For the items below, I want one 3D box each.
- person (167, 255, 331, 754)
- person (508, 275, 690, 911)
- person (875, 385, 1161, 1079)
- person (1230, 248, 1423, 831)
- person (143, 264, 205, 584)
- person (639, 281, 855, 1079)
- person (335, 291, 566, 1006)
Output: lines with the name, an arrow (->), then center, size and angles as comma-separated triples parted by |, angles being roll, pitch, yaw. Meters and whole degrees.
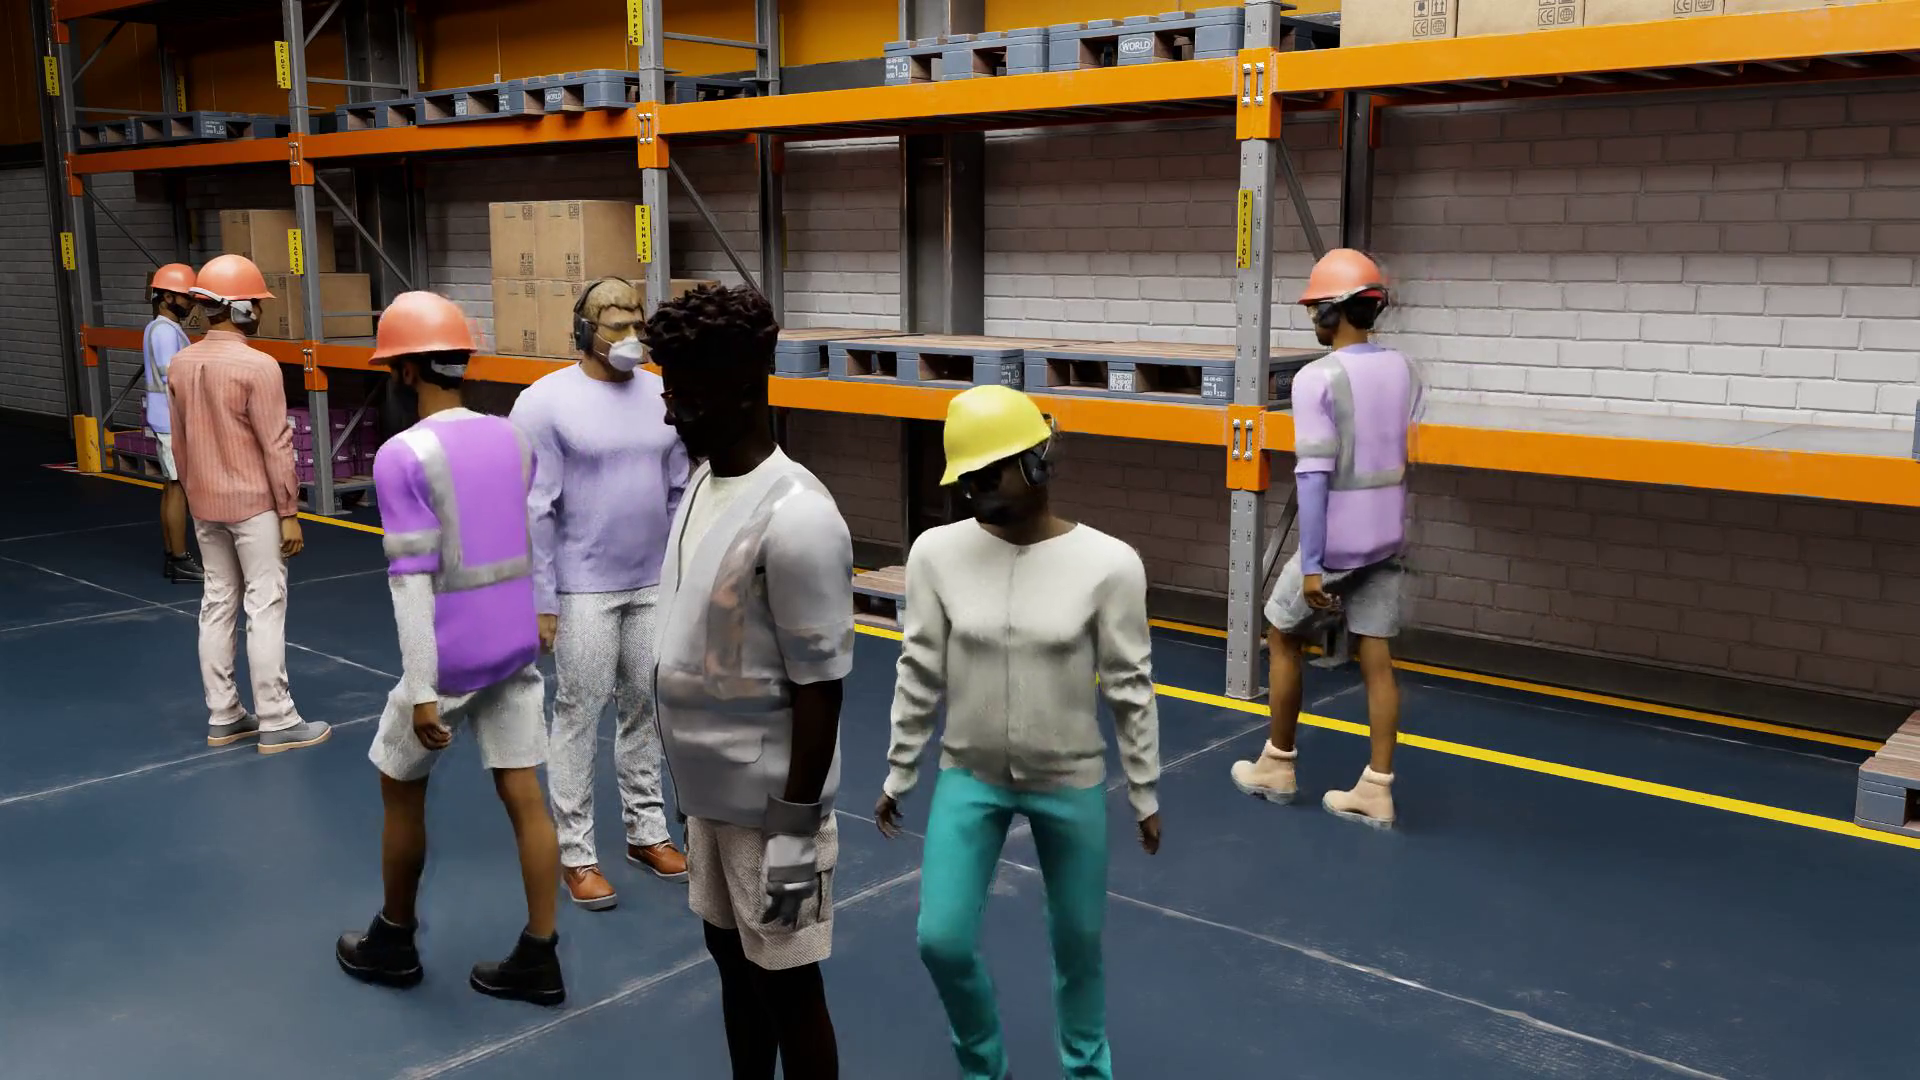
person -> -2.878, -0.136, 6.684 | 0.613, 1.994, 0.382 | 5, 11, 25
person -> -1.074, 0.156, 5.187 | 0.372, 1.940, 0.632 | 10, 14, 44
person -> 0.126, 0.531, 3.602 | 0.629, 1.736, 0.392 | 2, 10, 10
person -> 1.298, -0.015, 5.933 | 0.614, 2.009, 0.829 | -6, 12, -30
person -> -4.720, -0.699, 10.083 | 0.374, 1.928, 0.542 | -6, 12, -31
person -> -0.429, 0.477, 3.298 | 0.375, 1.959, 0.603 | -6, 11, -29
person -> -1.414, 0.294, 4.492 | 0.853, 1.898, 0.547 | 6, 12, 30
